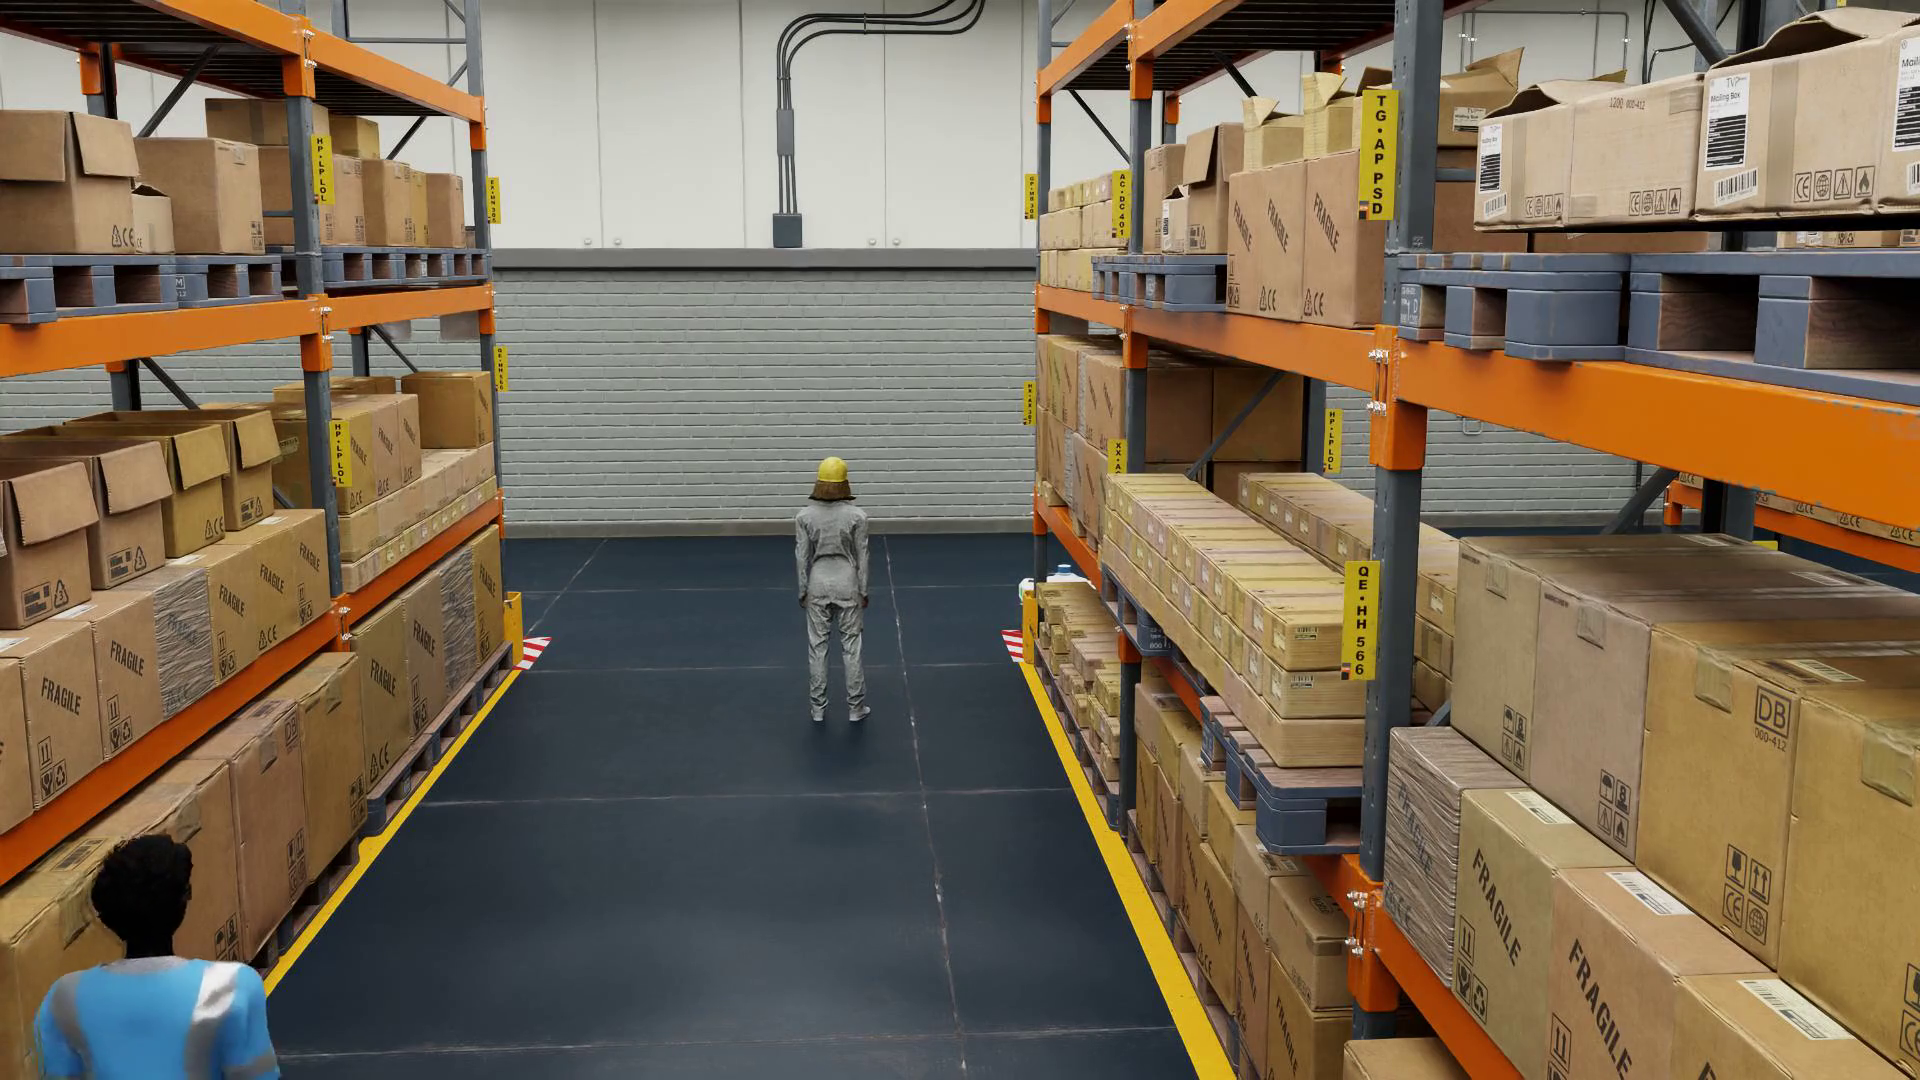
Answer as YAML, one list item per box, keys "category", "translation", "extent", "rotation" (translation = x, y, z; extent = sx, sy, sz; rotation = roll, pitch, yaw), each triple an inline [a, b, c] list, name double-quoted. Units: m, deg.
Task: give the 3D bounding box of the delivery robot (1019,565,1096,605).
- category: "delivery robot"
  translation: [0.840, 0.442, 13.433]
  extent: [0.707, 0.478, 0.477]
  rotation: [2, 10, 12]

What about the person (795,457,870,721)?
- category: "person"
  translation: [-0.827, 0.324, 10.912]
  extent: [0.483, 1.745, 0.306]
  rotation: [1, 10, 5]

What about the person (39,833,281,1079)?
- category: "person"
  translation: [-1.892, 1.531, 3.954]
  extent: [0.545, 1.684, 0.546]
  rotation: [0, 10, -1]
